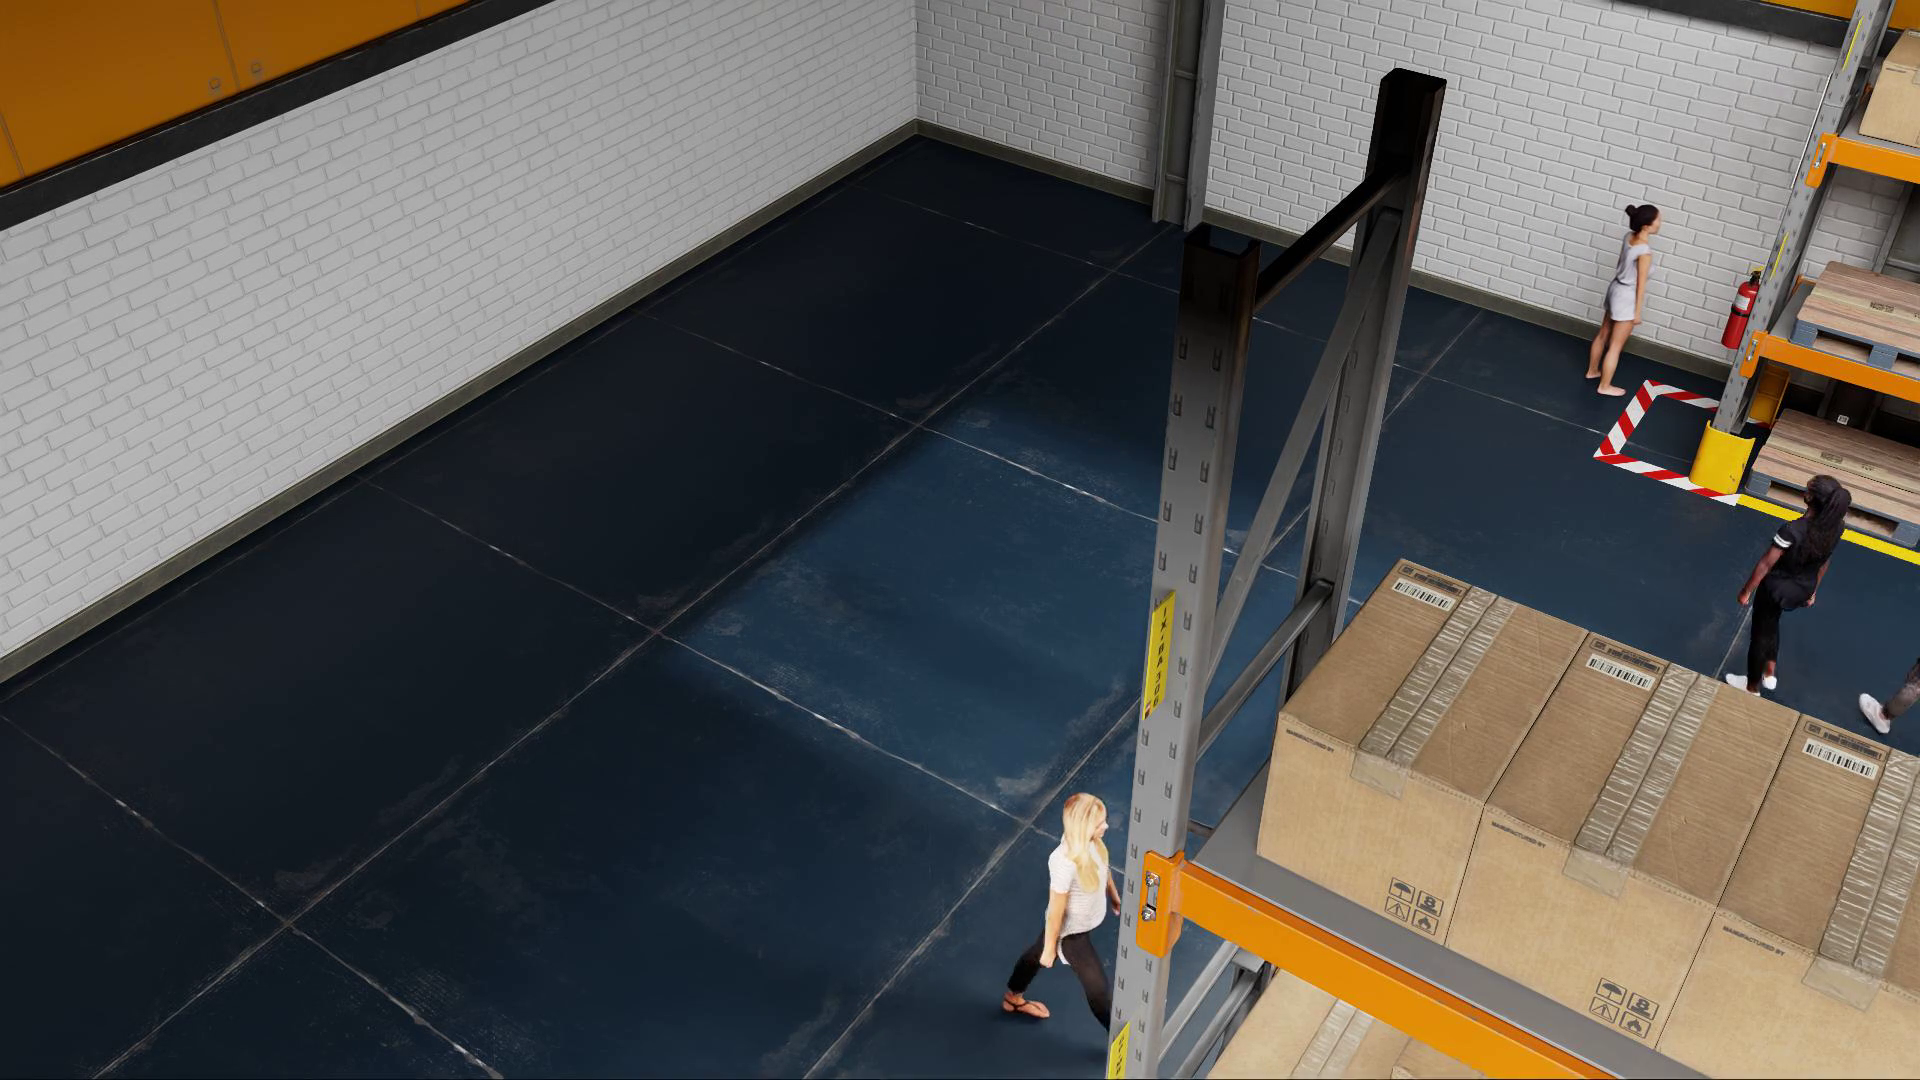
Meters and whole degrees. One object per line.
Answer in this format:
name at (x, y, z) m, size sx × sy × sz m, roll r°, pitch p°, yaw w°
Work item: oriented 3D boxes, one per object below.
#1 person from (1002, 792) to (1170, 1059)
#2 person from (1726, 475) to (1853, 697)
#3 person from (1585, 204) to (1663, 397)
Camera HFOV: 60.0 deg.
person at (0.460, 1.880, 8.257) m, size 1.214 × 1.776 × 0.882 m, roll 10°, pitch 40°, yaw 12°
person at (5.103, 0.366, 10.197) m, size 0.735 × 1.721 × 0.781 m, roll -13°, pitch 41°, yaw -16°
person at (5.248, -1.907, 13.140) m, size 0.718 × 1.601 × 0.669 m, roll -3°, pitch 39°, yaw -4°
